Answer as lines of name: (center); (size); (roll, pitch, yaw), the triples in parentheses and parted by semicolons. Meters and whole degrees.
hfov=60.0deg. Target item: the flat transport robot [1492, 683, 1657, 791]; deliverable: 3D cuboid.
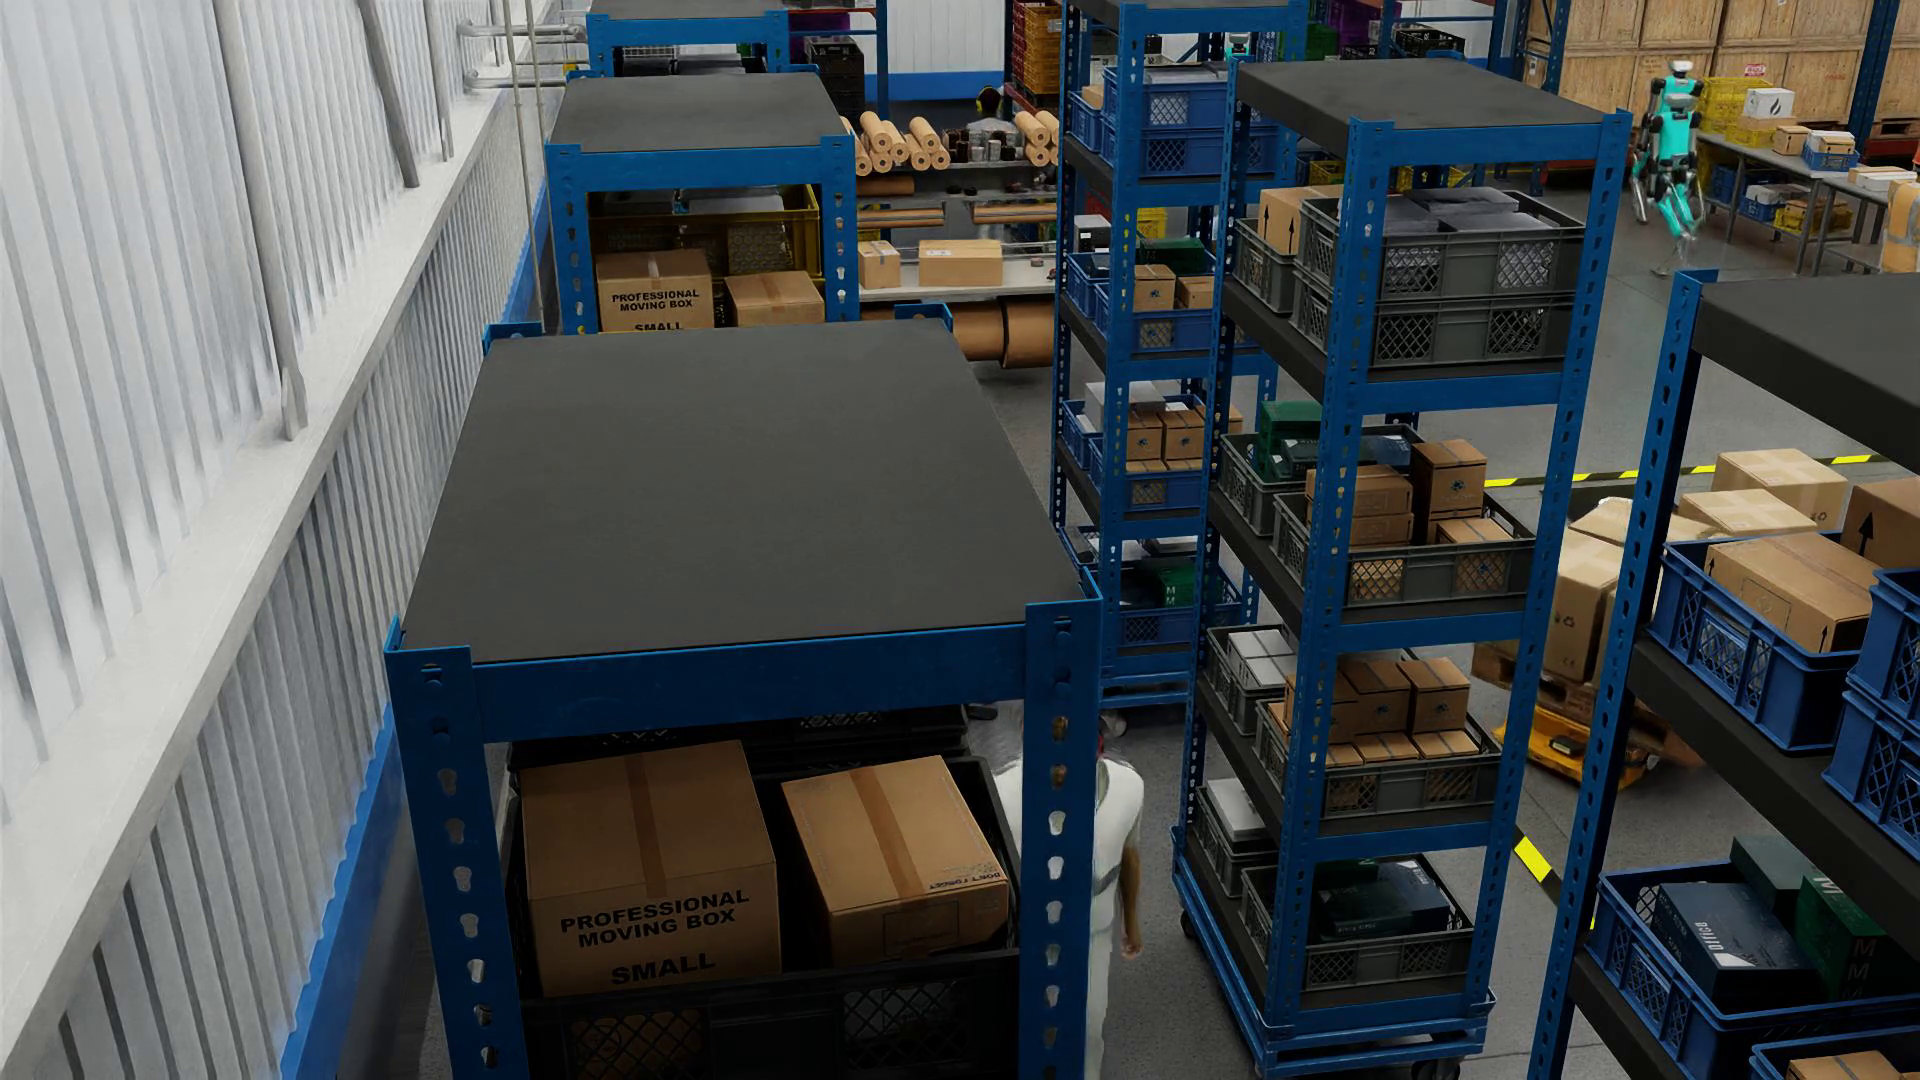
flat transport robot: (3.397, 0.832, 8.456); (1.431, 0.197, 0.652); (-20, 31, -37)

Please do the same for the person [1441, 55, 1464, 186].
person: (5.141, -4.233, 17.613); (0.346, 1.846, 0.505); (-14, 28, -28)

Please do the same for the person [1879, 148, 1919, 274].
person: (7.352, -2.121, 12.915); (0.351, 1.937, 0.543); (-1, 25, -3)

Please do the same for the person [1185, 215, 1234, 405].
person: (1.669, -1.258, 11.139); (0.390, 1.849, 0.597); (-4, 25, -9)

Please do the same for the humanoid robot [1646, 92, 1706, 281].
humanoid robot: (6.801, -3.203, 15.545); (0.559, 1.805, 0.930); (-7, 26, -15)

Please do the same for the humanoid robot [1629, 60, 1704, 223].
humanoid robot: (7.454, -4.231, 17.853); (0.555, 1.879, 0.806); (0, 25, 0)

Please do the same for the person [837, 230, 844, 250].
person: (-1.034, -2.341, 13.607); (0.635, 1.748, 0.533); (-2, 25, -4)

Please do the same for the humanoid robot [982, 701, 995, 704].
humanoid robot: (0.004, 0.015, 8.617); (0.593, 1.637, 0.651); (-4, 25, -8)

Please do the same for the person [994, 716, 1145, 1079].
person: (0.314, 1.273, 5.680); (0.610, 1.814, 0.658); (-4, 25, -9)

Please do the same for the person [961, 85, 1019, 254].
person: (0.256, -3.328, 15.636); (0.546, 1.849, 0.738); (-2, 25, -5)

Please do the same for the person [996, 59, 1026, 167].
person: (0.611, -4.381, 18.068); (0.478, 1.733, 0.334); (-14, 28, -28)

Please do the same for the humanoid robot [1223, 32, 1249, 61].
humanoid robot: (3.198, -4.966, 19.176); (0.533, 1.677, 0.735); (1, 25, 3)

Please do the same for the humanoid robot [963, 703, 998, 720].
humanoid robot: (0.039, 0.091, 8.397); (0.315, 1.657, 0.599); (-7, 26, -14)

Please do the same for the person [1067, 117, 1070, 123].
person: (1.331, -4.342, 17.884); (0.658, 1.824, 0.419); (-3, 25, -6)

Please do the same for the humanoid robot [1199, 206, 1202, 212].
humanoid robot: (2.748, -4.225, 17.829); (0.602, 1.621, 0.753); (-2, 25, -5)

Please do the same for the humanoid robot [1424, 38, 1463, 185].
humanoid robot: (5.625, -4.901, 19.231); (0.930, 1.790, 0.556); (-9, 26, -19)
